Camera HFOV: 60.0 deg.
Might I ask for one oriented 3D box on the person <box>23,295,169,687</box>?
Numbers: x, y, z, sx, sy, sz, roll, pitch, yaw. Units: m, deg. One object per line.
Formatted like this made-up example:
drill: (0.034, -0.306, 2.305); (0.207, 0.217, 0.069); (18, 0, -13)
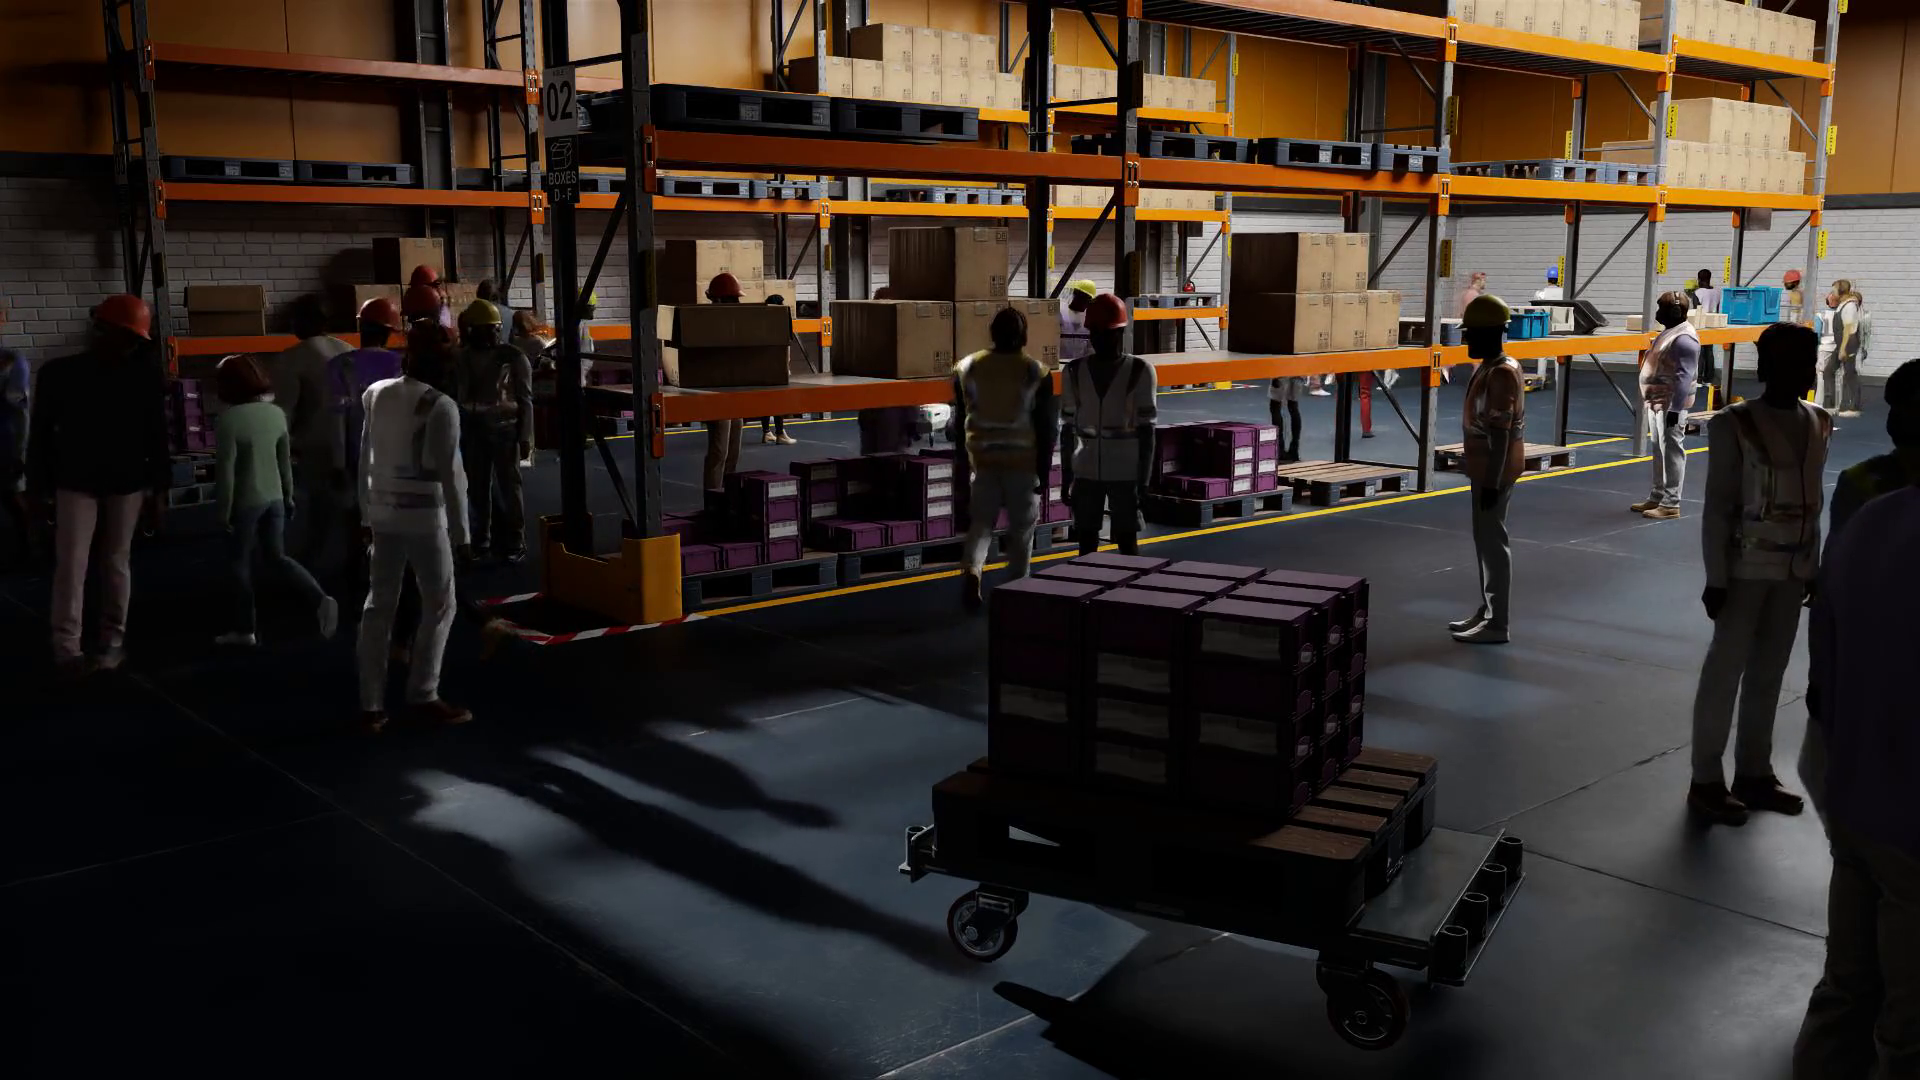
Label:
person: (-4.316, -0.251, 8.357); (0.685, 1.925, 0.726); (-6, 11, -31)

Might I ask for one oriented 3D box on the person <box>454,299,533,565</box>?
person: (-3.238, -0.737, 11.463); (0.599, 1.830, 0.403); (2, 10, 14)

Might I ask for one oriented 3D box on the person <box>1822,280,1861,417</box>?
person: (11.617, -2.517, 21.956); (0.705, 1.804, 0.613); (2, 10, 10)

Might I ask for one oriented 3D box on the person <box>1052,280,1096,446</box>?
person: (1.132, -1.860, 17.938); (0.720, 1.876, 0.385); (-3, 10, -19)

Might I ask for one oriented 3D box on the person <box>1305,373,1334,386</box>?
person: (5.888, -3.437, 27.289); (0.520, 1.836, 0.872); (7, 12, 36)

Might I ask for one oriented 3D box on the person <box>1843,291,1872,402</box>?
person: (12.381, -2.638, 23.163); (0.511, 1.638, 0.308); (7, 12, 35)

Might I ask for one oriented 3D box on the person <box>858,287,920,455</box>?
person: (-0.536, -1.011, 12.883); (0.621, 1.892, 0.659); (-7, 12, -37)

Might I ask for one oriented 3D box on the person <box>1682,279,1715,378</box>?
person: (12.130, -3.420, 27.440); (0.546, 1.746, 0.596); (-6, 11, -30)

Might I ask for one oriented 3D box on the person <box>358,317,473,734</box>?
person: (-2.506, -0.057, 7.436); (0.644, 1.854, 0.474); (5, 11, 26)

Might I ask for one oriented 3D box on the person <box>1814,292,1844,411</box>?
person: (11.951, -2.582, 22.833); (0.511, 1.640, 0.308); (0, 10, 0)

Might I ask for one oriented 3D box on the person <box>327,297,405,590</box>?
person: (-3.569, -0.529, 10.135); (0.557, 1.866, 1.017); (-6, 11, -30)

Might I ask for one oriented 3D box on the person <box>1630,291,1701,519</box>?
person: (5.746, -1.095, 13.536); (0.429, 1.844, 0.626); (1, 10, 7)

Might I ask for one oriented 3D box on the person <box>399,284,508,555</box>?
person: (-3.594, -0.817, 11.678); (0.969, 1.939, 0.613); (-2, 10, -12)

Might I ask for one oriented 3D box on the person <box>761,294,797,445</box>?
person: (-2.084, -1.919, 18.775); (0.319, 1.699, 0.532); (-8, 13, -40)

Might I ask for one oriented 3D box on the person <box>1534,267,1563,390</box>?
person: (9.376, -3.342, 26.370); (0.604, 1.949, 0.389); (2, 10, 10)

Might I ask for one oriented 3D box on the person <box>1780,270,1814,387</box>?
person: (13.520, -3.411, 26.927); (0.738, 1.888, 0.649); (7, 12, 34)

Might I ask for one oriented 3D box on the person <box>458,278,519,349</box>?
person: (-4.926, -1.785, 17.451); (0.640, 1.911, 0.785); (-3, 10, -19)

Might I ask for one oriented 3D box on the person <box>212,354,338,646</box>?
person: (-3.747, -0.199, 8.951); (0.681, 1.604, 0.518); (4, 10, 20)

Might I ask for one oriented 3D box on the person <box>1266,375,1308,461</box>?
person: (3.434, -1.774, 17.366); (0.601, 1.888, 0.498); (-5, 11, -26)

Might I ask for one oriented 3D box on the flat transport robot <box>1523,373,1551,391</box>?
flat transport robot: (8.929, -2.529, 26.522); (0.652, 0.197, 1.431); (6, 11, 32)

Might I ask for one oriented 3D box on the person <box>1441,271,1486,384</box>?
person: (8.266, -3.424, 27.071); (0.780, 1.881, 0.656); (0, 10, 1)

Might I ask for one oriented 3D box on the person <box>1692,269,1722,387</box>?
person: (12.097, -3.440, 27.052); (0.589, 1.914, 0.392); (-5, 11, -28)

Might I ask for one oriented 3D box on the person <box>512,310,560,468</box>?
person: (-4.280, -1.548, 16.931); (0.543, 1.586, 0.832); (8, 13, 39)

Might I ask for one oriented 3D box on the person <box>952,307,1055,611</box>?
person: (0.246, -0.450, 9.797); (0.630, 1.830, 0.664); (3, 10, 15)

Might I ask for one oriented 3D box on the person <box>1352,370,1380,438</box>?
person: (4.676, -2.080, 19.526); (0.533, 1.765, 0.330); (5, 11, 25)

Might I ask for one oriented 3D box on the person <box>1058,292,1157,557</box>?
person: (0.783, -0.367, 9.009); (0.545, 1.931, 0.373); (4, 10, 20)

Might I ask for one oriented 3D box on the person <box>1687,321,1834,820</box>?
person: (3.051, 0.118, 6.316); (0.583, 1.879, 0.337); (-4, 11, -23)

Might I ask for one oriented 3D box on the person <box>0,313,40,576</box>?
person: (-6.290, -0.627, 10.749); (0.600, 1.863, 0.979); (-2, 10, -10)

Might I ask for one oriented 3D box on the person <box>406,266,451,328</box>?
person: (-5.260, -1.659, 16.293); (0.689, 2.023, 0.632); (-1, 10, -4)

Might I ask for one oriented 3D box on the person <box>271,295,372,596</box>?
person: (-4.038, -0.589, 10.463); (1.043, 1.886, 0.633); (4, 10, 21)

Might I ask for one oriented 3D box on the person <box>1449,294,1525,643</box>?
person: (2.901, -0.388, 9.187); (0.398, 1.919, 0.582); (1, 10, 7)

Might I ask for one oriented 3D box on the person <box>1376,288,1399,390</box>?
person: (6.847, -3.208, 26.561); (0.467, 1.612, 0.536); (-5, 11, -27)

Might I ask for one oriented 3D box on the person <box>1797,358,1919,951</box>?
person: (2.827, 0.369, 4.988); (0.650, 1.833, 0.533); (0, 10, -3)

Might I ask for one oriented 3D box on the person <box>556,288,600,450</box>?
person: (-4.283, -1.864, 18.206); (0.713, 1.792, 0.612); (-3, 10, -17)

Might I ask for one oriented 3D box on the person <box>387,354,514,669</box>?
person: (-2.697, -0.140, 8.476); (0.762, 1.656, 0.537); (0, 10, -2)

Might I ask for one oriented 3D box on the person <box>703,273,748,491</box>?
person: (-1.802, -1.050, 12.818); (0.382, 1.993, 0.622); (3, 10, 16)

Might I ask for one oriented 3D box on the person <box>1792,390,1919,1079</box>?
person: (1.929, 0.601, 3.319); (0.369, 1.939, 0.631); (0, 10, 1)

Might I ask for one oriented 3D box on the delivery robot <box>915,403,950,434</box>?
delivery robot: (-0.370, -1.411, 18.860); (0.477, 0.478, 0.707); (4, 10, 19)

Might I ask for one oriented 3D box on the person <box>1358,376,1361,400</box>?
person: (5.829, -3.010, 24.379); (0.608, 1.966, 0.371); (1, 10, 3)

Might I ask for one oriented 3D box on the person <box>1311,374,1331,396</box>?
person: (5.355, -3.109, 25.218); (0.577, 1.877, 0.690); (-2, 10, -13)
